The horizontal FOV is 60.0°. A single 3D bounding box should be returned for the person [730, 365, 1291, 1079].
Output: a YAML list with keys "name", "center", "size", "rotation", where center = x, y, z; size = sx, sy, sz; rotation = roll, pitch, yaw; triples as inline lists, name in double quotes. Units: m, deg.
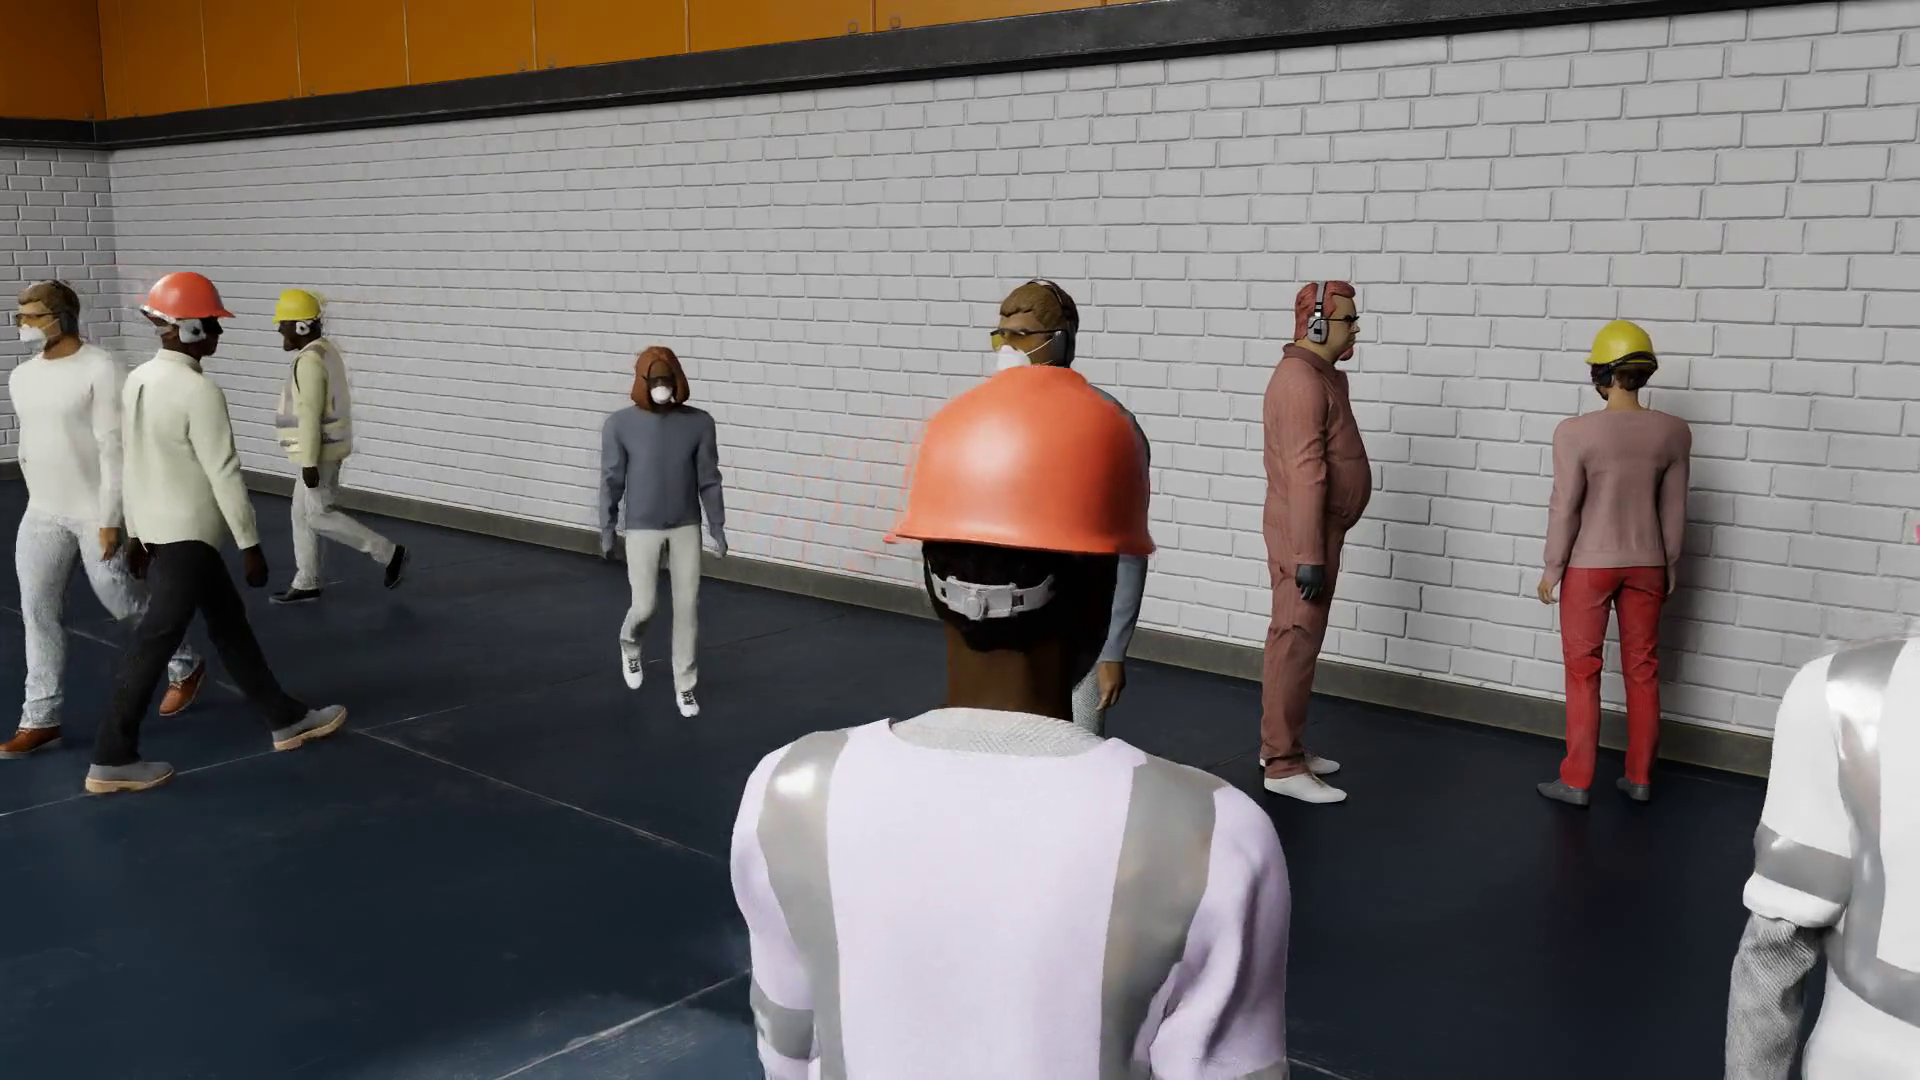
- name: "person"
  center: [0.041, 0.794, 1.625]
  size: [0.542, 1.916, 0.506]
  rotation: [3, 10, 15]

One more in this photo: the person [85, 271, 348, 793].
- name: "person"
  center: [-2.897, -0.042, 6.332]
  size: [0.633, 1.935, 1.056]
  rotation: [9, 14, 43]

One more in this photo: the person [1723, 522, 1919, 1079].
- name: "person"
  center: [1.265, 0.735, 2.081]
  size: [0.557, 1.885, 1.021]
  rotation: [8, 13, 38]

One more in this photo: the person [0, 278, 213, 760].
- name: "person"
  center: [-3.584, -0.119, 6.851]
  size: [0.630, 1.910, 0.936]
  rotation: [3, 10, 16]

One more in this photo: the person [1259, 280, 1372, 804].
- name: "person"
  center: [1.313, -0.001, 6.168]
  size: [0.401, 1.906, 0.651]
  rotation: [2, 10, 10]

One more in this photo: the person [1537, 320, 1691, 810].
- name: "person"
  center: [2.346, 0.097, 6.015]
  size: [0.534, 1.766, 0.319]
  rotation: [-1, 10, -8]

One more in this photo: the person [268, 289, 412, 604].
- name: "person"
  center: [-3.564, -0.518, 9.432]
  size: [0.720, 1.805, 0.587]
  rotation: [-3, 10, -14]

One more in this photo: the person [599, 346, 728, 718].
- name: "person"
  center: [-1.311, -0.048, 7.261]
  size: [0.525, 1.614, 0.453]
  rotation: [-4, 11, -24]

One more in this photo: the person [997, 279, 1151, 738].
- name: "person"
  center: [0.235, 0.257, 4.610]
  size: [0.629, 1.940, 0.376]
  rotation: [10, 14, 43]
